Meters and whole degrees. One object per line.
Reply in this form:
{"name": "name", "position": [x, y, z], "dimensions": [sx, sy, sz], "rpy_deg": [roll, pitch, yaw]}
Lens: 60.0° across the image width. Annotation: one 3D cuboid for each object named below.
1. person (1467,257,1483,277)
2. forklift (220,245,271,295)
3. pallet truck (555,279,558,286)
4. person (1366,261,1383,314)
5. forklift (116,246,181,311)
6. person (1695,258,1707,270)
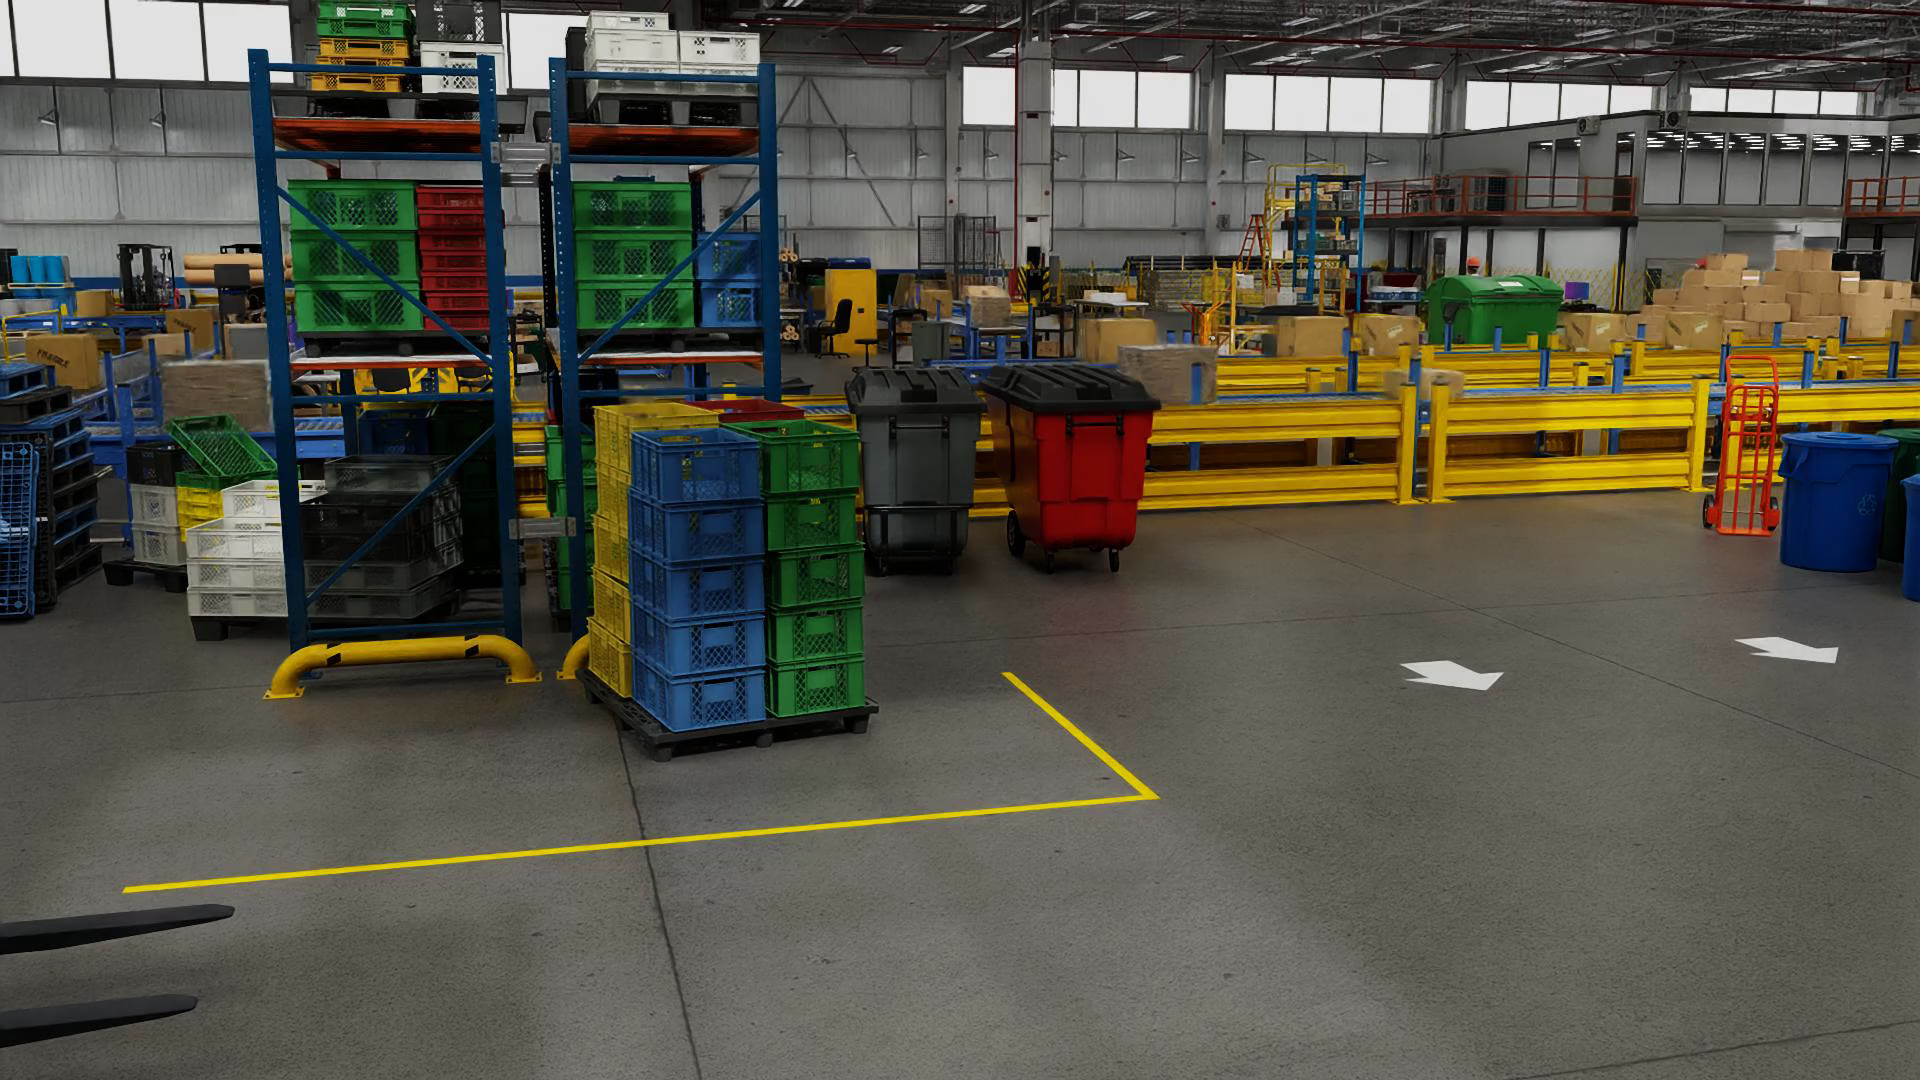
{"name": "person", "position": [9.373, -4.213, 30.529], "dimensions": [0.570, 1.926, 0.387], "rpy_deg": [-2, 10, -11]}
{"name": "forklift", "position": [-17.749, -6.334, 41.440], "dimensions": [1.157, 1.987, 2.680], "rpy_deg": [-3, 10, -17]}
{"name": "pallet truck", "position": [-10.604, -6.375, 44.520], "dimensions": [0.653, 1.274, 1.630], "rpy_deg": [-3, 10, -15]}
{"name": "person", "position": [11.707, -7.001, 46.863], "dimensions": [0.492, 1.721, 0.616], "rpy_deg": [-4, 11, -19]}
{"name": "forklift", "position": [-19.966, -6.232, 40.894], "dimensions": [1.157, 1.987, 2.680], "rpy_deg": [-3, 10, -15]}
{"name": "person", "position": [12.252, -3.739, 27.819], "dimensions": [0.966, 1.941, 0.624], "rpy_deg": [6, 12, 32]}
